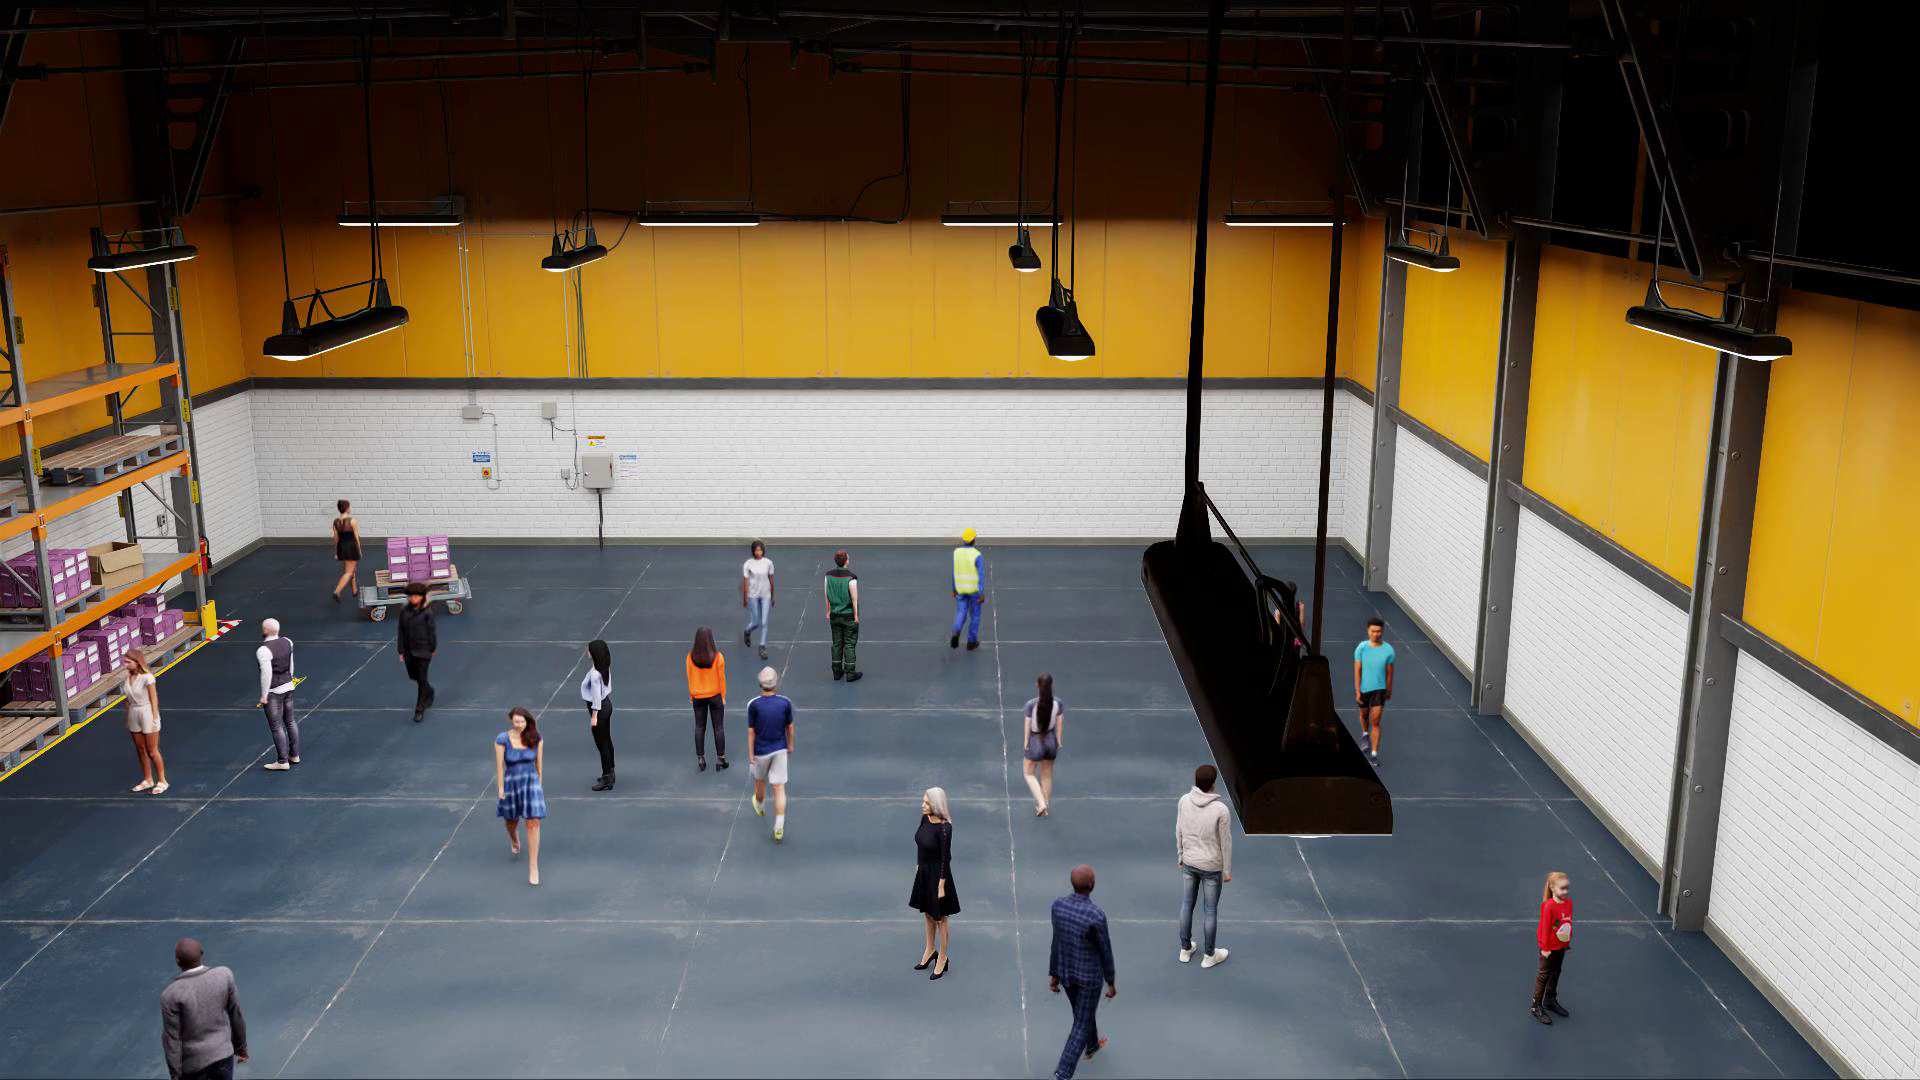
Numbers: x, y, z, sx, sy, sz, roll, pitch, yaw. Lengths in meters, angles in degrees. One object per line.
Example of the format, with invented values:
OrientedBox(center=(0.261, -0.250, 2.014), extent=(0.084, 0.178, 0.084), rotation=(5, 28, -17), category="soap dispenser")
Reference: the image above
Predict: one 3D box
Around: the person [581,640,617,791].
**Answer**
OrientedBox(center=(-4.075, 1.971, 18.869), extent=(0.707, 1.744, 0.481), rotation=(0, 14, 1), category="person")

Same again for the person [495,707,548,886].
OrientedBox(center=(-4.402, 2.504, 16.601), extent=(0.876, 1.774, 1.191), rotation=(-4, 14, -17), category="person")

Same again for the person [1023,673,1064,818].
OrientedBox(center=(0.909, 2.253, 17.936), extent=(0.709, 1.634, 0.782), rotation=(-4, 14, -17), category="person")

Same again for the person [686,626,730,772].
OrientedBox(center=(-2.944, 1.842, 19.391), extent=(0.662, 1.749, 0.619), rotation=(3, 14, 11), category="person")

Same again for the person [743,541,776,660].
OrientedBox(center=(-2.882, 0.825, 23.678), extent=(0.761, 1.707, 0.889), rotation=(-5, 15, -21), category="person")

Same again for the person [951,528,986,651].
OrientedBox(center=(0.089, 0.741, 23.830), extent=(0.885, 1.800, 1.021), rotation=(6, 15, 24), category="person")

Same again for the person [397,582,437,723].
OrientedBox(center=(-6.931, 1.383, 21.272), extent=(0.677, 1.756, 1.106), rotation=(1, 14, 5), category="person")

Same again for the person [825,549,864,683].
OrientedBox(center=(-1.583, 1.009, 22.631), extent=(0.735, 1.843, 0.737), rotation=(6, 15, 24), category="person")

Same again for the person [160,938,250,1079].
OrientedBox(center=(-5.277, 3.681, 11.700), extent=(1.083, 1.795, 1.154), rotation=(-12, 18, -41), category="person")

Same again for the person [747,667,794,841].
OrientedBox(center=(-1.980, 2.278, 17.520), extent=(0.890, 1.782, 1.240), rotation=(-4, 14, -16), category="person")

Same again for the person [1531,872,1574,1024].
OrientedBox(center=(4.991, 3.395, 13.970), extent=(0.576, 1.281, 0.613), rotation=(-9, 16, -33), category="person")

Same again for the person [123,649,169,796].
OrientedBox(center=(-9.205, 2.021, 18.774), extent=(0.647, 1.691, 0.649), rotation=(5, 15, 21), category="person")

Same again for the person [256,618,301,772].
OrientedBox(center=(-7.985, 1.787, 19.460), extent=(0.806, 1.823, 0.628), rotation=(4, 14, 14), category="person")

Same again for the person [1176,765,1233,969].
OrientedBox(center=(2.154, 2.887, 14.855), extent=(0.761, 1.852, 0.769), rotation=(8, 16, 31), category="person")

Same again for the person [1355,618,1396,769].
OrientedBox(center=(4.870, 1.771, 19.752), extent=(0.846, 1.717, 1.274), rotation=(3, 14, 12), category="person")

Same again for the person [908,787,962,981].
OrientedBox(center=(-0.234, 2.996, 14.629), extent=(0.757, 1.747, 0.674), rotation=(-10, 17, -34), category="person")

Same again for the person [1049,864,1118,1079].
OrientedBox(center=(0.906, 3.410, 12.861), extent=(1.111, 1.775, 1.237), rotation=(11, 17, 37), category="person")

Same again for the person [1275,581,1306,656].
OrientedBox(center=(4.361, 1.325, 22.017), extent=(0.737, 1.518, 1.090), rotation=(4, 14, 16), category="person")

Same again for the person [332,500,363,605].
OrientedBox(center=(-9.738, 0.218, 26.330), extent=(0.775, 1.638, 1.156), rotation=(4, 14, 16), category="person")
